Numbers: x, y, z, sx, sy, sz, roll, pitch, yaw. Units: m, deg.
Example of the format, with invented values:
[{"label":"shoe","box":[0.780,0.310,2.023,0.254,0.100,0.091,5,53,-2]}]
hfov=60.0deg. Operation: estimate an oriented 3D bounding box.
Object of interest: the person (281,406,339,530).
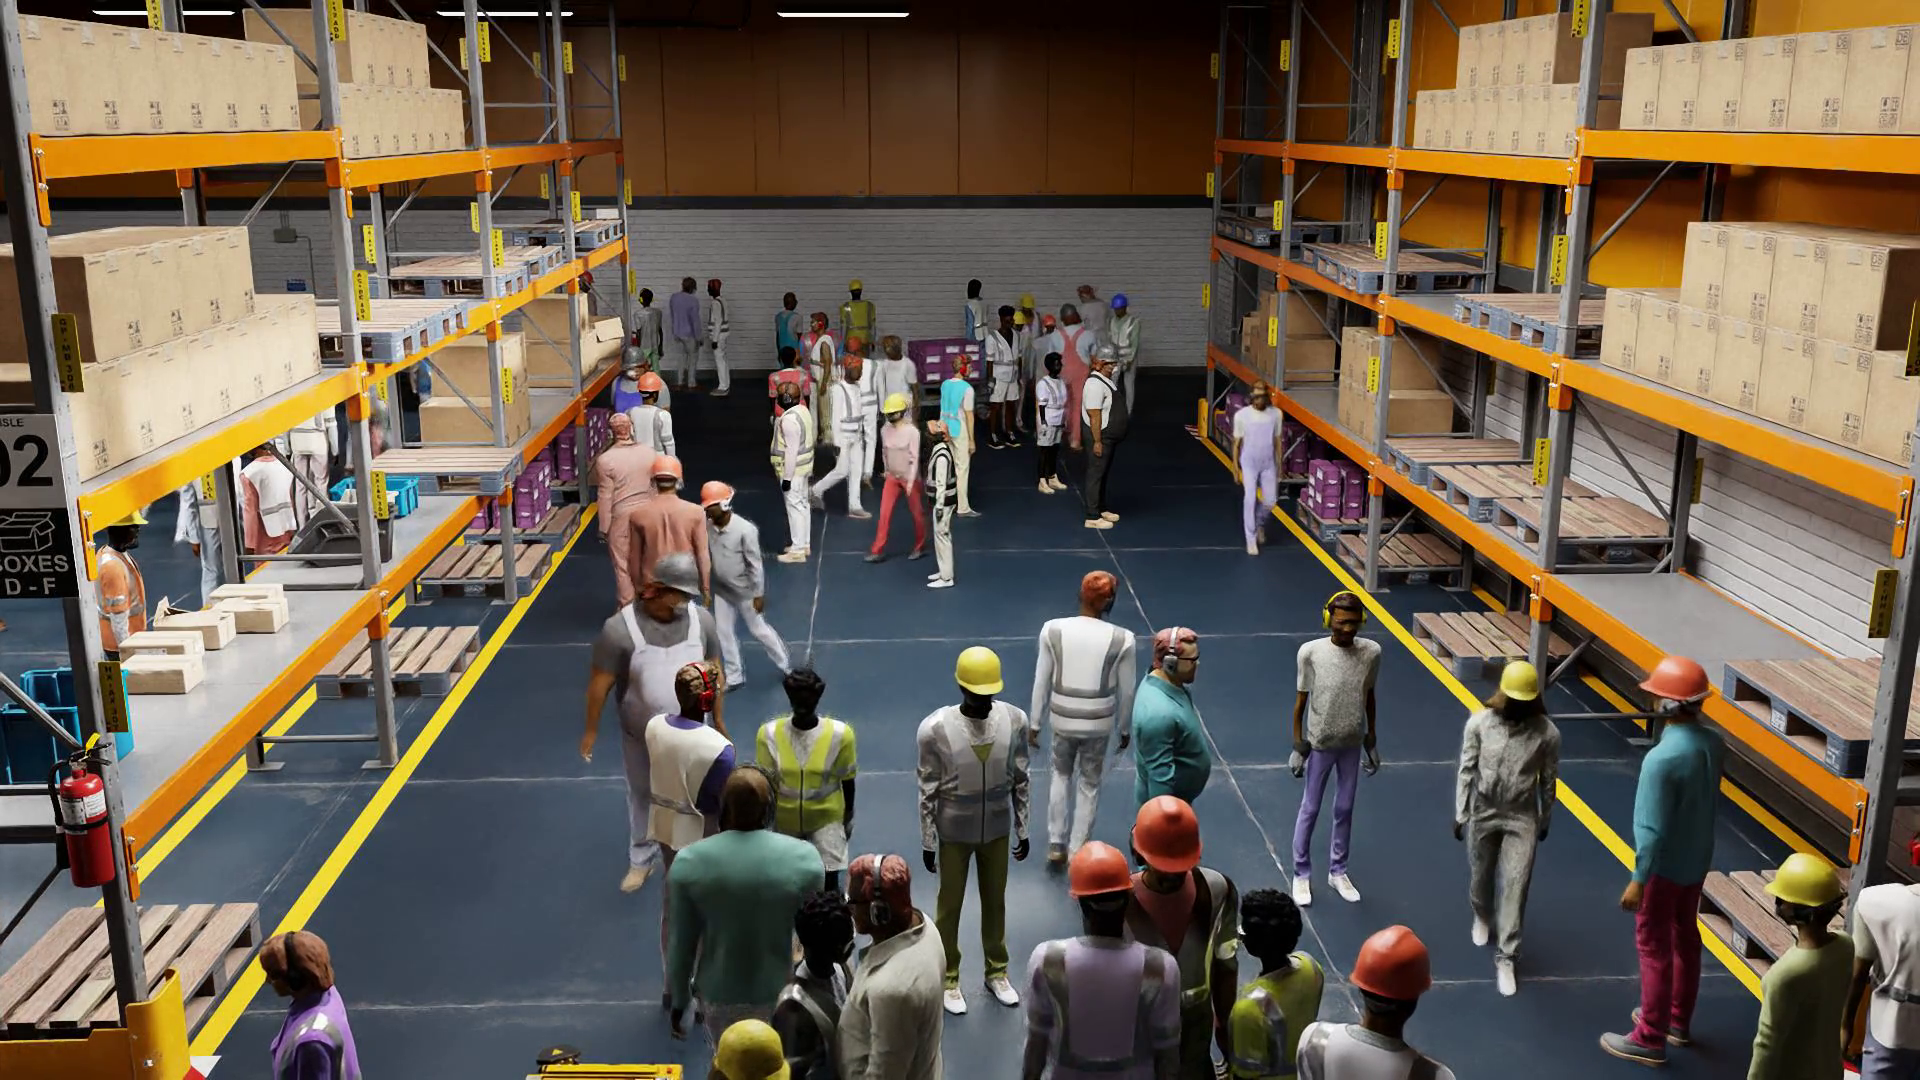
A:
[{"label":"person","box":[-6.973,-0.994,17.880,0.589,1.916,0.400,0,14,-1]}]

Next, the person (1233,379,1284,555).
[{"label":"person","box":[3.070,-0.758,17.110,0.549,1.830,0.460,-1,14,-4]}]

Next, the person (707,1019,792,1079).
[{"label":"person","box":[-0.647,2.305,5.278,0.485,1.737,0.320,-14,20,-43]}]

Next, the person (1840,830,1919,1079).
[{"label":"person","box":[3.728,1.949,6.470,0.561,1.838,0.392,6,16,23]}]

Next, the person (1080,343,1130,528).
[{"label":"person","box":[1.596,-1.157,18.262,0.535,2.000,0.679,3,15,13]}]

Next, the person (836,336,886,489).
[{"label":"person","box":[-1.201,-1.568,20.280,0.594,1.838,0.966,-1,14,-3]}]

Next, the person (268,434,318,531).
[{"label":"person","box":[-7.231,-1.025,18.070,0.576,1.880,0.351,-6,15,-21]}]

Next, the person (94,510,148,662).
[{"label":"person","box":[-5.680,0.662,11.370,0.400,1.919,0.589,-6,16,-23]}]

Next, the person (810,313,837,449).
[{"label":"person","box":[-1.859,-2.168,22.617,0.386,1.845,0.567,-3,15,-13]}]

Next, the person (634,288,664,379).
[{"label":"person","box":[-4.795,-2.934,25.577,0.532,1.870,0.319,-14,20,-43]}]

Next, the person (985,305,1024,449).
[{"label":"person","box":[0.608,-2.216,22.594,0.599,1.958,0.376,-11,18,-37]}]

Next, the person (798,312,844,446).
[{"label":"person","box":[-1.900,-2.204,22.801,0.632,1.831,0.430,-3,15,-12]}]

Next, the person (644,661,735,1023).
[{"label":"person","box":[-1.329,1.500,8.251,0.560,1.837,0.389,10,18,35]}]

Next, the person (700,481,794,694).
[{"label":"person","box":[-1.701,0.351,13.001,0.596,1.714,0.694,10,17,34]}]

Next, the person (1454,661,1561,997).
[{"label":"person","box":[2.861,1.431,8.734,0.486,1.713,0.747,6,15,21]}]

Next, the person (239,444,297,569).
[{"label":"person","box":[-5.872,-0.048,14.183,0.410,1.908,0.598,3,15,13]}]

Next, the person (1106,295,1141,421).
[{"label":"person","box":[2.318,-2.611,24.226,0.598,1.899,0.863,9,17,31]}]

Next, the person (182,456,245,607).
[{"label":"person","box":[-6.417,-0.097,14.373,0.405,1.909,0.597,8,16,29]}]

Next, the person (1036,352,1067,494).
[{"label":"person","box":[1.106,-1.409,19.935,0.318,1.697,0.536,10,17,33]}]

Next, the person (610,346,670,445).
[{"label":"person","box":[-3.522,-1.122,18.124,0.672,2.000,0.536,4,15,14]}]

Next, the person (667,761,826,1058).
[{"label":"person","box":[-0.848,1.857,6.706,0.671,1.909,0.721,0,14,-1]}]

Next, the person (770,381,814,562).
[{"label":"person","box":[-1.702,-0.694,16.839,0.428,1.842,0.631,2,14,8]}]

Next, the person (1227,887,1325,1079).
[{"label":"person","box":[1.156,2.094,6.193,0.320,1.695,0.534,12,18,38]}]

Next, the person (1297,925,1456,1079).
[{"label":"person","box":[1.346,2.168,5.436,0.544,1.930,0.388,11,18,37]}]

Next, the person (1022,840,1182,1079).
[{"label":"person","box":[0.508,2.044,5.982,0.602,1.904,0.634,1,14,3]}]

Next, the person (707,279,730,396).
[{"label":"person","box":[-3.907,-3.283,26.917,0.337,1.882,0.585,1,14,3]}]

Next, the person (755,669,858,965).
[{"label":"person","box":[-0.809,1.476,8.650,0.540,1.681,0.508,1,14,4]}]

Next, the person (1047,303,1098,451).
[{"label":"person","box":[1.530,-2.254,22.565,0.686,2.000,1.050,4,15,14]}]

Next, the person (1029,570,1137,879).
[{"label":"person","box":[0.729,1.074,9.858,0.633,1.861,0.539,3,15,12]}]

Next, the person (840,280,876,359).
[{"label":"person","box":[-1.622,-3.152,26.330,0.585,1.922,0.378,-5,15,-18]}]

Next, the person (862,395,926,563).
[{"label":"person","box":[-0.631,-0.590,16.660,0.536,1.725,0.856,9,17,33]}]

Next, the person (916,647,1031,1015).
[{"label":"person","box":[0.080,1.440,8.312,0.586,1.920,0.397,-5,15,-18]}]

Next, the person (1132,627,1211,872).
[{"label":"person","box":[1.090,1.365,8.632,0.407,1.905,0.655,2,14,8]}]

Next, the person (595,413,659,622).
[{"label":"person","box":[-2.948,-0.174,14.678,0.399,1.905,0.642,13,19,41]}]

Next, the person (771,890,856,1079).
[{"label":"person","box":[-0.526,2.089,6.216,0.321,1.692,0.536,5,15,19]}]

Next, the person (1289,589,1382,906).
[{"label":"person","box":[2.138,1.174,9.461,0.533,1.864,0.311,-2,14,-9]}]

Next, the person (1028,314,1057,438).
[{"label":"person","box":[1.242,-2.290,23.374,0.594,1.719,0.745,1,14,4]}]

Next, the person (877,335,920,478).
[{"label":"person","box":[-0.744,-1.620,20.514,0.615,1.826,0.380,9,17,33]}]

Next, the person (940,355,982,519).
[{"label":"person","box":[-0.031,-1.159,18.673,0.393,1.837,0.564,-10,17,-33]}]

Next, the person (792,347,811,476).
[{"label":"person","box":[-2.046,-1.612,20.930,0.357,1.598,0.656,-1,14,-3]}]

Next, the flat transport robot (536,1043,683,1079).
[{"label":"flat transport robot","box":[-1.622,2.599,7.045,0.652,0.197,1.431,0,14,1]}]

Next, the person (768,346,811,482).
[{"label":"person","box":[-2.086,-1.536,20.443,0.532,1.693,0.319,-3,15,-13]}]

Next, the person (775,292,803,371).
[{"label":"person","box":[-2.580,-2.837,25.278,0.503,1.837,0.337,9,17,31]}]

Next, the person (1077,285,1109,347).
[{"label":"person","box":[2.020,-3.087,26.213,0.712,1.856,0.835,-14,20,-43]}]

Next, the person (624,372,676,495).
[{"label":"person","box":[-3.101,-0.729,16.787,0.552,1.937,0.356,5,15,18]}]

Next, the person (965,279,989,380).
[{"label":"person","box":[0.253,-3.181,26.444,0.392,1.922,0.591,7,16,27]}]

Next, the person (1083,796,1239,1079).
[{"label":"person","box":[0.763,1.904,6.282,0.612,2.029,0.409,-3,15,-13]}]

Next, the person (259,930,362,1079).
[{"label":"person","box":[-2.304,2.168,6.030,0.312,1.632,0.527,-5,15,-20]}]

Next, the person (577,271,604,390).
[{"label":"person","box":[-6.112,-3.401,27.188,0.407,1.986,0.612,9,17,30]}]

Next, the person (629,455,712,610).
[{"label":"person","box":[-2.205,0.332,12.638,0.622,1.945,1.028,-2,14,-7]}]

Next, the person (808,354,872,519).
[{"label":"person","box":[-1.353,-1.161,18.612,0.697,1.868,0.617,6,15,22]}]

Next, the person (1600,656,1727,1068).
[{"label":"person","box":[3.342,1.512,7.875,0.623,1.990,0.403,-12,19,-39]}]

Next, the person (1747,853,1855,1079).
[{"label":"person","box":[3.149,2.028,6.323,0.527,1.761,0.339,-10,17,-34]}]

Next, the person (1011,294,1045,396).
[{"label":"person","box":[0.996,-2.911,25.697,0.748,1.780,0.521,-5,15,-19]}]

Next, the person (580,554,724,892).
[{"label":"person","box":[-1.773,1.044,9.622,0.861,2.000,0.537,-6,15,-22]}]

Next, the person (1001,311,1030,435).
[{"label":"person","box":[0.796,-2.363,23.561,0.532,1.761,0.336,-11,18,-38]}]

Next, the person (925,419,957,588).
[{"label":"person","box":[-0.182,-0.350,15.920,0.314,1.632,0.523,0,14,0]}]

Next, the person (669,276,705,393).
[{"label":"person","box":[-4.431,-3.350,27.123,0.667,1.912,0.505,11,18,37]}]

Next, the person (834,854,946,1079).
[{"label":"person","box":[-0.256,2.030,6.047,0.399,1.897,0.652,1,14,5]}]
